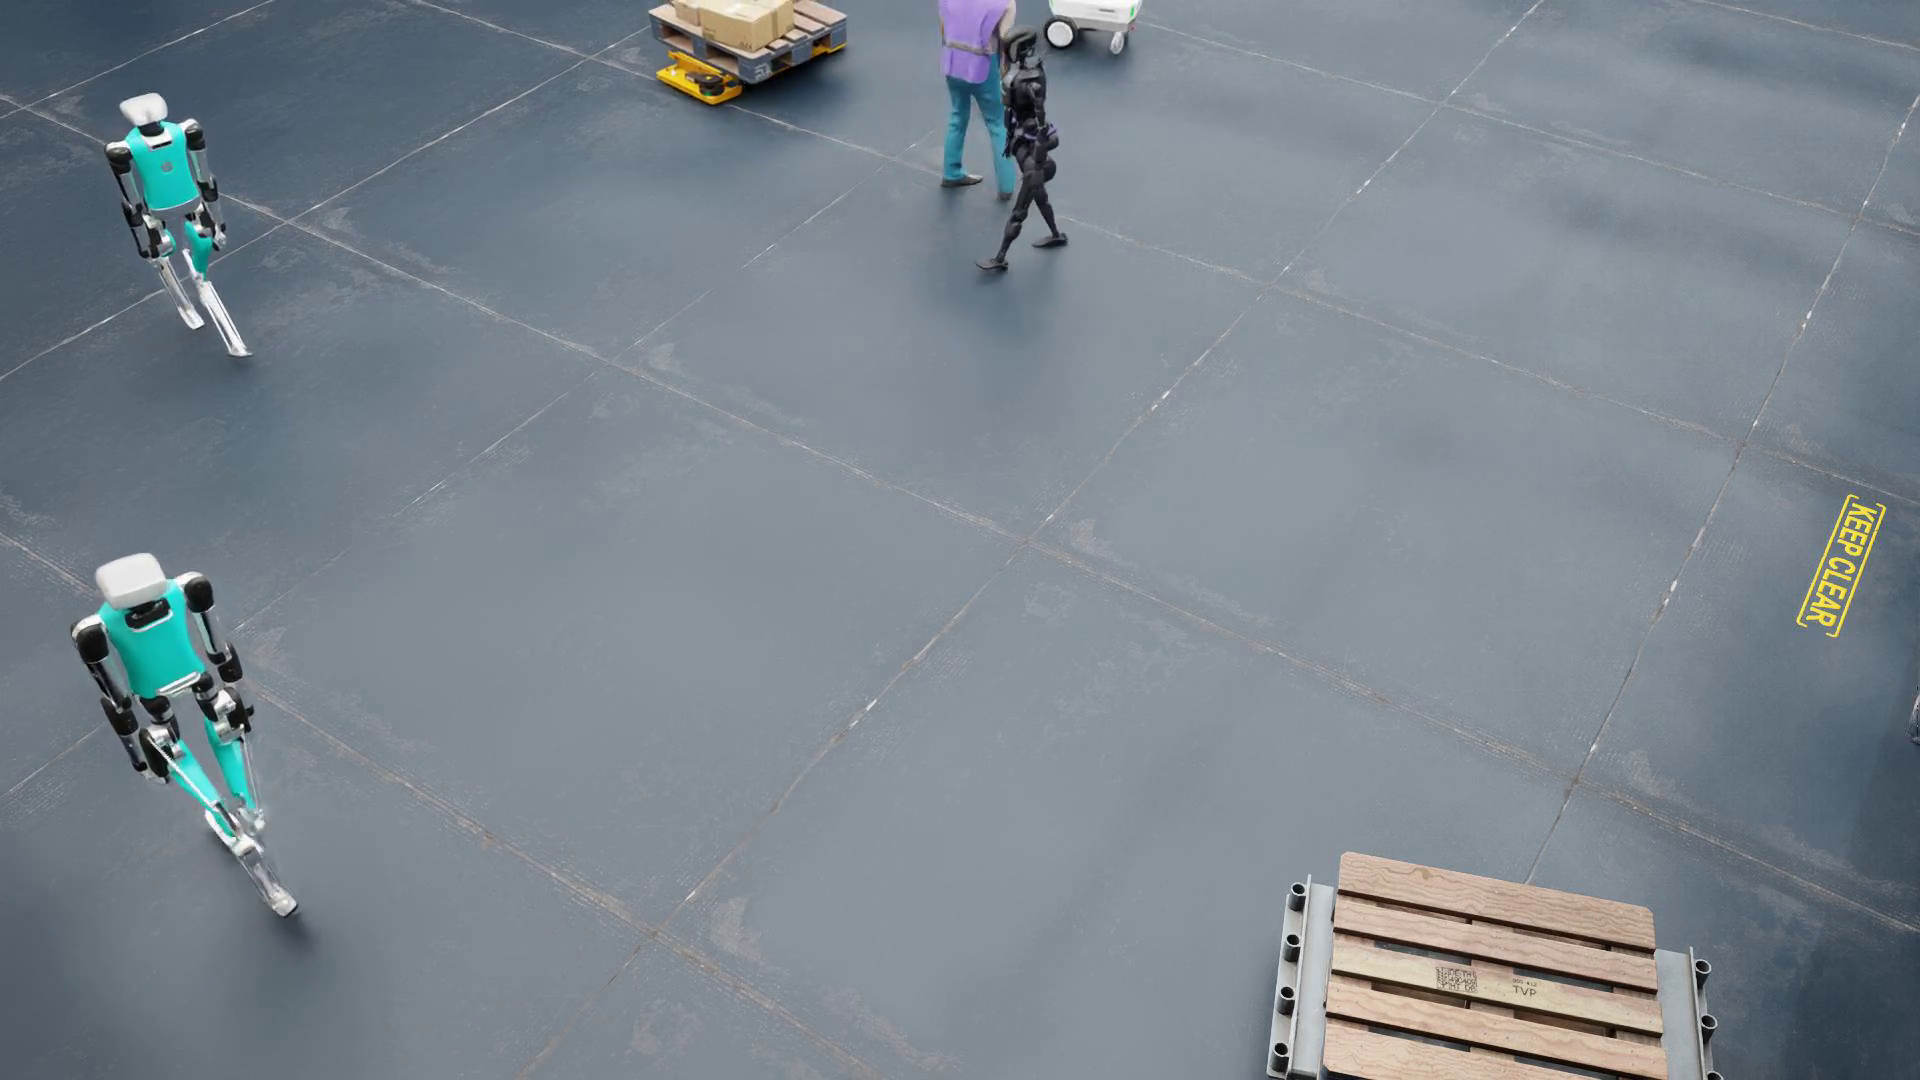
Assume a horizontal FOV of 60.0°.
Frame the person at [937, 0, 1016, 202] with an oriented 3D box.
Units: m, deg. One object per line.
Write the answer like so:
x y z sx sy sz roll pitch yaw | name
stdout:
0.103 -3.115 11.108 0.575 1.816 0.443 17 44 18 | person

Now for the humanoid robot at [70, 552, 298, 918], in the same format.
-2.987 0.894 6.718 0.537 1.771 1.032 -33 51 -31 | humanoid robot

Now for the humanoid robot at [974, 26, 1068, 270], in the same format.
0.413 -2.484 10.529 0.742 1.619 0.596 -15 44 -16 | humanoid robot

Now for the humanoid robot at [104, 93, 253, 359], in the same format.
-4.645 -1.867 9.783 0.539 1.739 1.027 -31 50 -30 | humanoid robot

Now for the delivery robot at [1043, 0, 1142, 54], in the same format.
1.050 -4.239 13.317 0.778 0.607 0.499 10 43 11 | delivery robot

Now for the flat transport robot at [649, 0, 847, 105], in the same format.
-1.629 -3.831 13.066 0.659 0.231 1.431 31 50 30 | flat transport robot
